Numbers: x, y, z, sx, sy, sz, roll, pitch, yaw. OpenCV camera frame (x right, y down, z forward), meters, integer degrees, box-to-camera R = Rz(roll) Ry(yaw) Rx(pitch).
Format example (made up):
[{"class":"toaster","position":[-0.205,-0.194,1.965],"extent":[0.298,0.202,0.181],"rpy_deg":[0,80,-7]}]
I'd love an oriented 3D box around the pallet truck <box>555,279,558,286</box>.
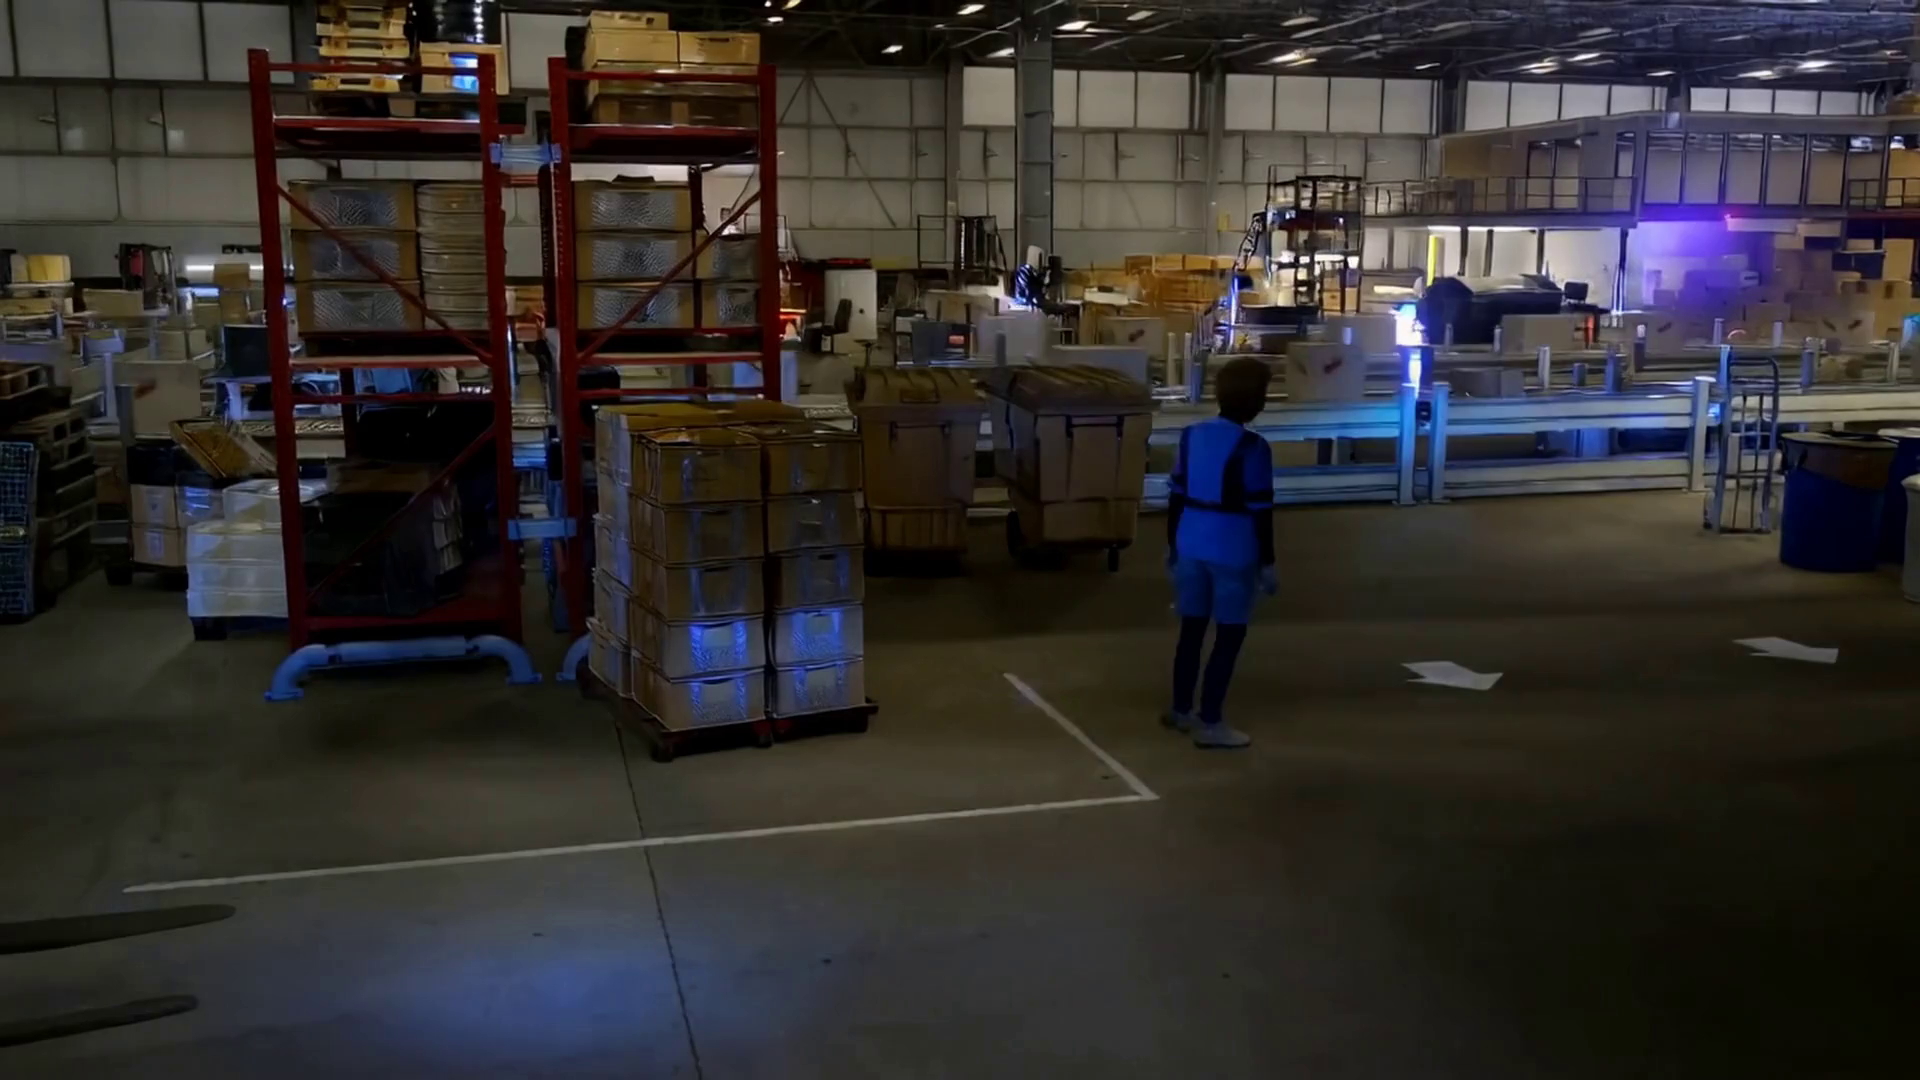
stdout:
[{"class":"pallet truck","position":[-10.604,-6.375,44.520],"extent":[0.653,1.274,1.630],"rpy_deg":[-3,10,-15]}]

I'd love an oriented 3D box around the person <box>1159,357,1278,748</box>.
[{"class":"person","position":[1.063,0.063,7.068],"extent":[0.318,1.674,0.672],"rpy_deg":[-8,13,-38]}]

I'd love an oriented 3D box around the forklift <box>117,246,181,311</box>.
[{"class":"forklift","position":[-19.966,-6.232,40.894],"extent":[1.157,1.987,2.680],"rpy_deg":[-3,10,-15]}]

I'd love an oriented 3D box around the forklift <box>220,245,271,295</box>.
[{"class":"forklift","position":[-17.749,-6.334,41.440],"extent":[1.157,1.987,2.680],"rpy_deg":[-3,10,-17]}]
